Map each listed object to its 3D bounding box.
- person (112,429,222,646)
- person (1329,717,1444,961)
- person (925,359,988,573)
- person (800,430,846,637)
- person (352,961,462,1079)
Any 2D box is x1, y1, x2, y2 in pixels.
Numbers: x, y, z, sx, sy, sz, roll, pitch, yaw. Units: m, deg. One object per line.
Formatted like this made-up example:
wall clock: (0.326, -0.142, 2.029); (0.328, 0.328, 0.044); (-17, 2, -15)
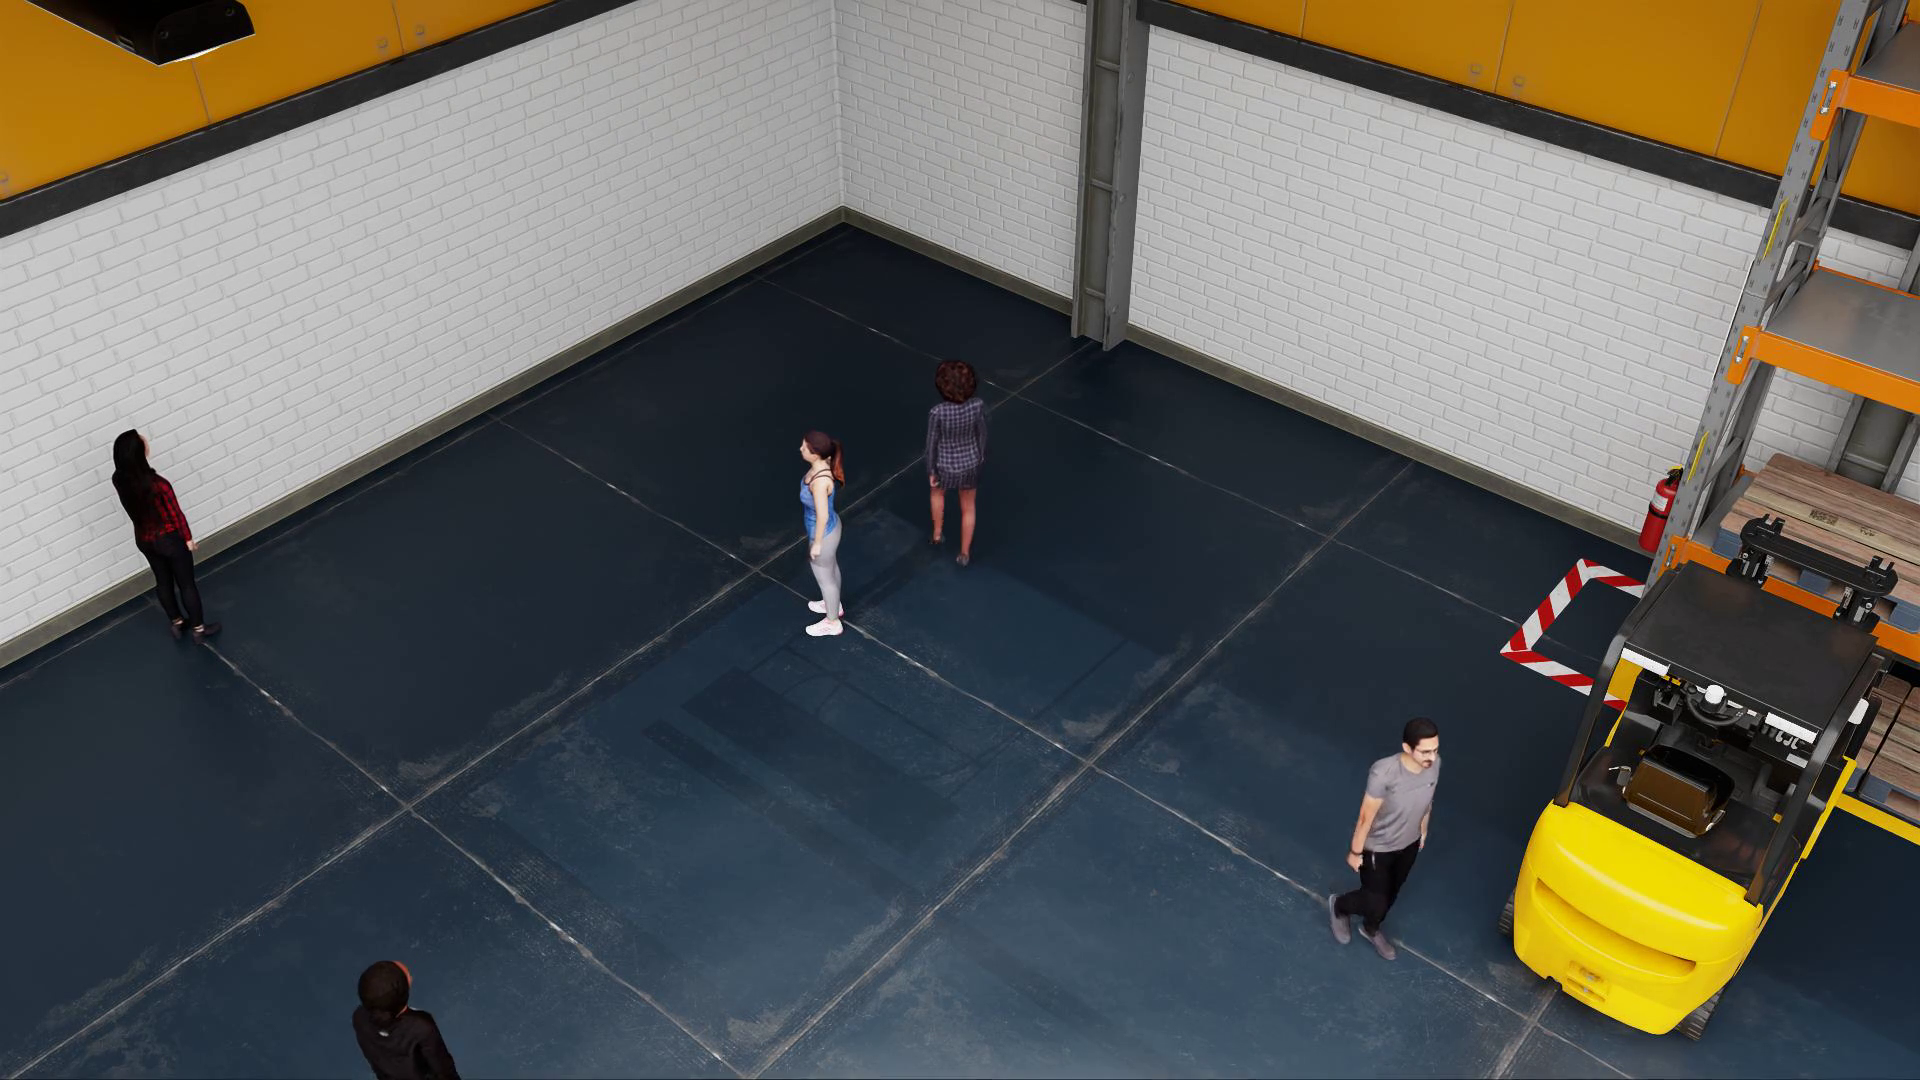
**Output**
person: (-5.286, 0.002, 10.997); (0.594, 1.651, 0.715); (8, 39, 10)
person: (2.263, 1.562, 8.970); (0.755, 1.744, 0.797); (-19, 42, -22)
person: (0.009, -0.459, 11.548); (0.806, 1.683, 0.868); (-8, 39, -10)
person: (-0.918, -0.059, 11.107); (0.709, 1.610, 0.663); (1, 39, 1)
person: (-2.567, 2.579, 7.761); (0.925, 1.662, 0.876); (10, 40, 12)
